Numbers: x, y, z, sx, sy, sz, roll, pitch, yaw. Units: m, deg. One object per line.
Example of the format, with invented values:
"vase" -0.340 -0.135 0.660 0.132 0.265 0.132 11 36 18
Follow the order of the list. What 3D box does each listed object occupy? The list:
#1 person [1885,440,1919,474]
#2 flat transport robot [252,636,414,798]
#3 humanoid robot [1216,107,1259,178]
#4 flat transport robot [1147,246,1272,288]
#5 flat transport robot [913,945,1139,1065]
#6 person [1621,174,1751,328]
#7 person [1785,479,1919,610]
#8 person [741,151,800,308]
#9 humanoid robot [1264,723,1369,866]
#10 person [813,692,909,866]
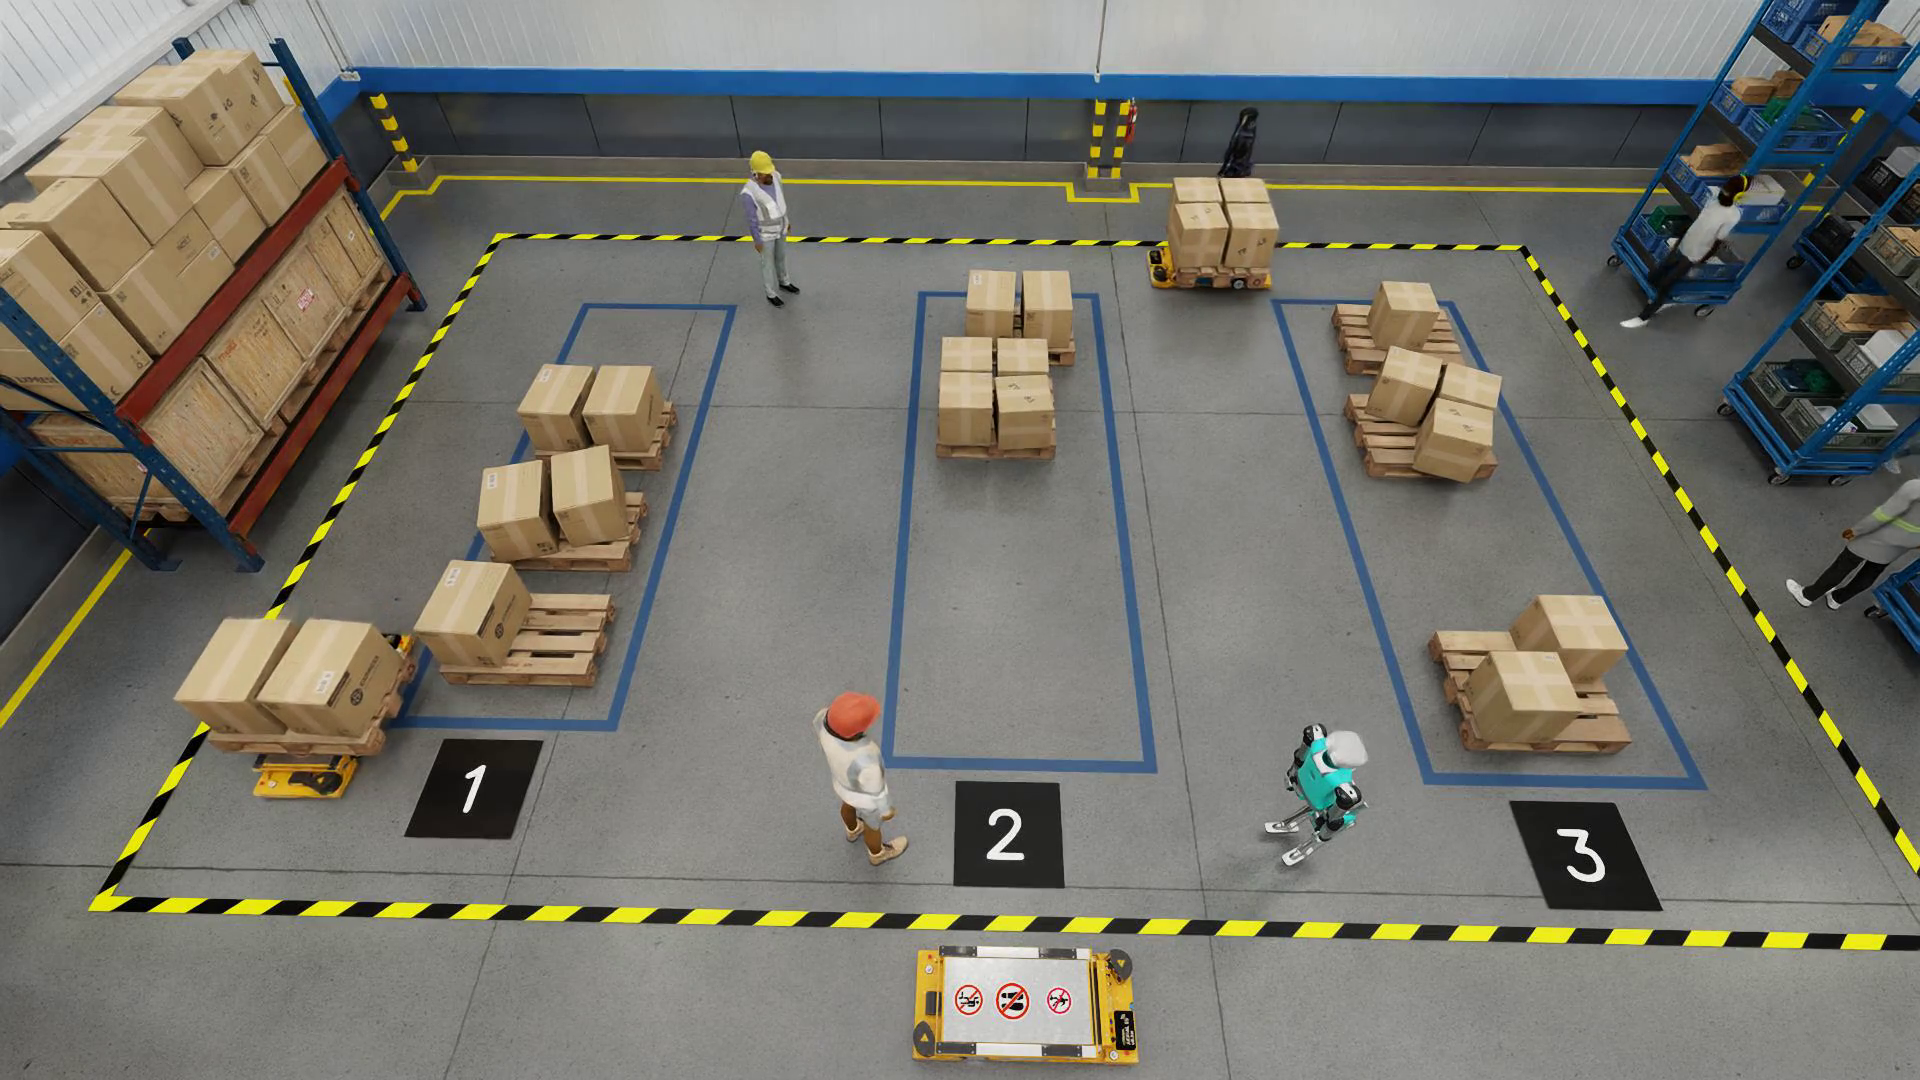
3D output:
"person" 9.432 -1.038 8.408 0.474 1.690 0.932 -1 51 -1
"flat transport robot" -5.028 1.356 7.362 0.652 0.197 1.431 1 51 1
"humanoid robot" 3.394 -4.500 11.242 0.386 1.644 0.601 -6 51 -5
"flat transport robot" 3.048 -3.360 11.207 1.431 0.197 0.652 1 51 1
"flat transport robot" 0.422 3.041 6.007 1.431 0.231 0.659 1 51 1
"person" 7.968 -3.108 9.997 0.483 1.859 0.510 -2 51 -2
"person" 7.646 -0.066 7.518 0.589 1.852 0.373 8 51 7
"person" -2.121 -3.510 10.337 0.404 1.832 0.591 26 55 20
"humanoid robot" 2.500 1.686 6.077 0.735 1.677 0.533 -11 52 -9
"person" -0.647 1.581 6.053 0.375 2.045 0.604 -35 59 -25
